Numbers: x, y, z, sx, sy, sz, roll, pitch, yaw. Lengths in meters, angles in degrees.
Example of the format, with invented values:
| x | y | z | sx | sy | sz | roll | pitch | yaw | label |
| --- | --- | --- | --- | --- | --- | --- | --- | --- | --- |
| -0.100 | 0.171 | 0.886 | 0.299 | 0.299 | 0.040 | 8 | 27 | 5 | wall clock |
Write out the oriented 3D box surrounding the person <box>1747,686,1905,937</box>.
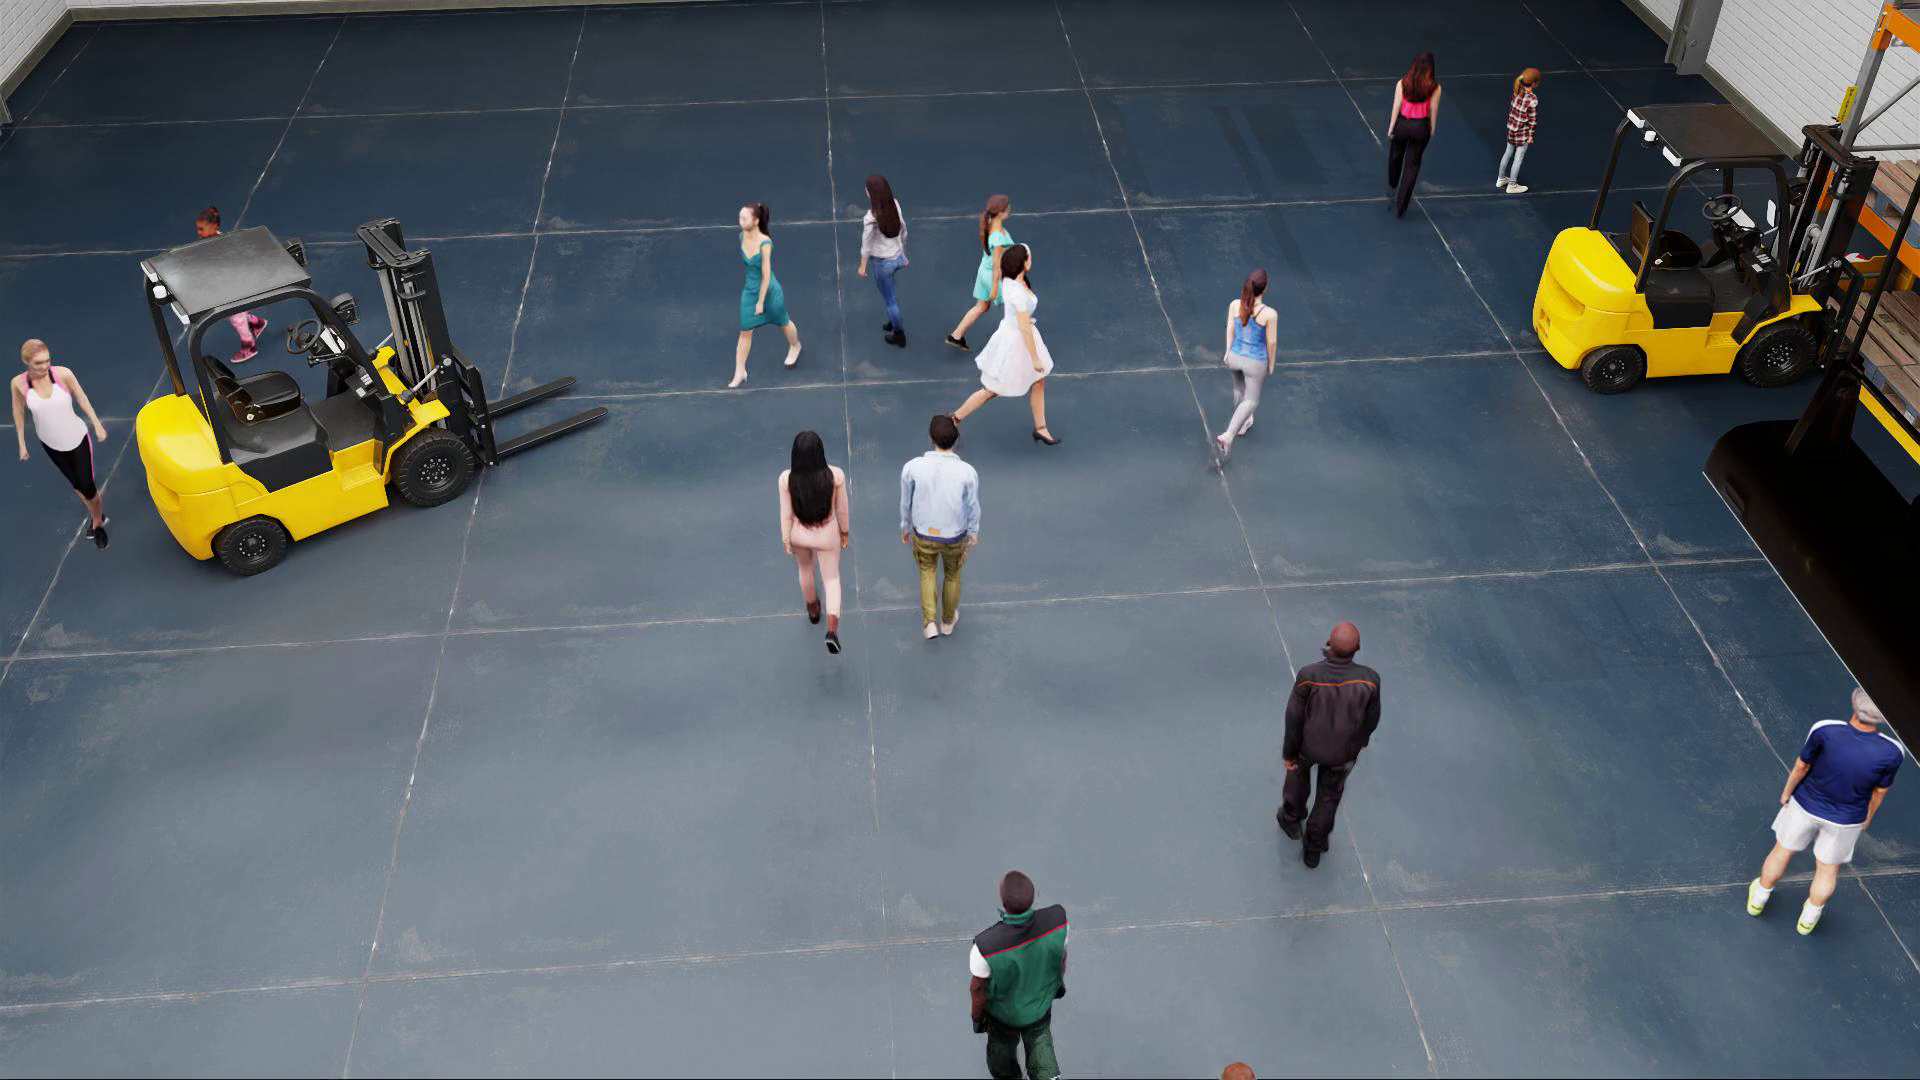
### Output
| x | y | z | sx | sy | sz | roll | pitch | yaw | label |
| --- | --- | --- | --- | --- | --- | --- | --- | --- | --- |
| 4.910 | 1.509 | 9.400 | 0.713 | 1.833 | 0.736 | 20 | 43 | 23 | person |

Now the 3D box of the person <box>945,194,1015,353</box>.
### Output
| x | y | z | sx | sy | sz | roll | pitch | yaw | label |
| --- | --- | --- | --- | --- | --- | --- | --- | --- | --- |
| 0.224 | -2.264 | 14.366 | 0.773 | 1.532 | 0.999 | -12 | 40 | -15 | person |

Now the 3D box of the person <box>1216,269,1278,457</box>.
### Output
| x | y | z | sx | sy | sz | roll | pitch | yaw | label |
| --- | --- | --- | --- | --- | --- | --- | --- | --- | --- |
| 2.262 | -1.393 | 13.230 | 0.935 | 1.589 | 1.053 | 22 | 44 | 25 | person |

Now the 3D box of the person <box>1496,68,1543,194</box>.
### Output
| x | y | z | sx | sy | sz | roll | pitch | yaw | label |
| --- | --- | --- | --- | --- | --- | --- | --- | --- | --- |
| 5.711 | -4.187 | 16.955 | 0.652 | 1.306 | 0.539 | -14 | 41 | -17 | person |

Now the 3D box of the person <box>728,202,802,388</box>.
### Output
| x | y | z | sx | sy | sz | roll | pitch | yaw | label |
| --- | --- | --- | --- | --- | --- | --- | --- | --- | --- |
| -1.599 | -2.093 | 14.073 | 0.996 | 1.630 | 1.076 | 26 | 46 | 29 | person |

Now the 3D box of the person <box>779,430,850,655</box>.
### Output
| x | y | z | sx | sy | sz | roll | pitch | yaw | label |
| --- | --- | --- | --- | --- | --- | --- | --- | --- | --- |
| -0.981 | 0.050 | 11.336 | 0.647 | 1.697 | 1.031 | -5 | 39 | -6 | person |

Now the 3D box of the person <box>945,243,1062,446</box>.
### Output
| x | y | z | sx | sy | sz | roll | pitch | yaw | label |
| --- | --- | --- | --- | --- | --- | --- | --- | --- | --- |
| 0.328 | -1.464 | 13.183 | 0.782 | 1.759 | 1.174 | 2 | 39 | 3 | person |

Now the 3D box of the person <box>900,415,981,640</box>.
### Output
| x | y | z | sx | sy | sz | roll | pitch | yaw | label |
| --- | --- | --- | --- | --- | --- | --- | --- | --- | --- |
| -0.140 | -0.002 | 11.320 | 0.799 | 1.798 | 0.857 | 4 | 39 | 5 | person |

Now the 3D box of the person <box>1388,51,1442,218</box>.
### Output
| x | y | z | sx | sy | sz | roll | pitch | yaw | label |
| --- | --- | --- | --- | --- | --- | --- | --- | --- | --- |
| 4.454 | -3.984 | 16.449 | 0.885 | 1.620 | 1.126 | 12 | 40 | 15 | person |

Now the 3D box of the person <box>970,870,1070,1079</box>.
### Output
| x | y | z | sx | sy | sz | roll | pitch | yaw | label |
| --- | --- | --- | --- | --- | --- | --- | --- | --- | --- |
| 0.332 | 2.354 | 8.347 | 0.845 | 1.827 | 1.030 | -13 | 40 | -16 | person |

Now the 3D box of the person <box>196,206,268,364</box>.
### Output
| x | y | z | sx | sy | sz | roll | pitch | yaw | label |
| --- | --- | --- | --- | --- | --- | --- | --- | --- | --- |
| -6.311 | -2.252 | 14.427 | 0.749 | 1.436 | 0.810 | 28 | 46 | 30 | person |

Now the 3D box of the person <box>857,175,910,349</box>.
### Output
| x | y | z | sx | sy | sz | roll | pitch | yaw | label |
| --- | --- | --- | --- | --- | --- | --- | --- | --- | --- |
| -0.564 | -2.383 | 14.449 | 0.783 | 1.614 | 0.711 | 23 | 44 | 26 | person |

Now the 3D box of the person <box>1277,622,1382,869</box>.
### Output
| x | y | z | sx | sy | sz | roll | pitch | yaw | label |
| --- | --- | --- | --- | --- | --- | --- | --- | --- | --- |
| 2.152 | 1.251 | 9.741 | 0.799 | 1.811 | 0.814 | 8 | 39 | 10 | person |

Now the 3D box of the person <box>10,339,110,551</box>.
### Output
| x | y | z | sx | sy | sz | roll | pitch | yaw | label |
| --- | --- | --- | --- | --- | --- | --- | --- | --- | --- |
| -6.597 | -0.778 | 12.322 | 0.776 | 1.761 | 0.742 | -6 | 39 | -7 | person |
